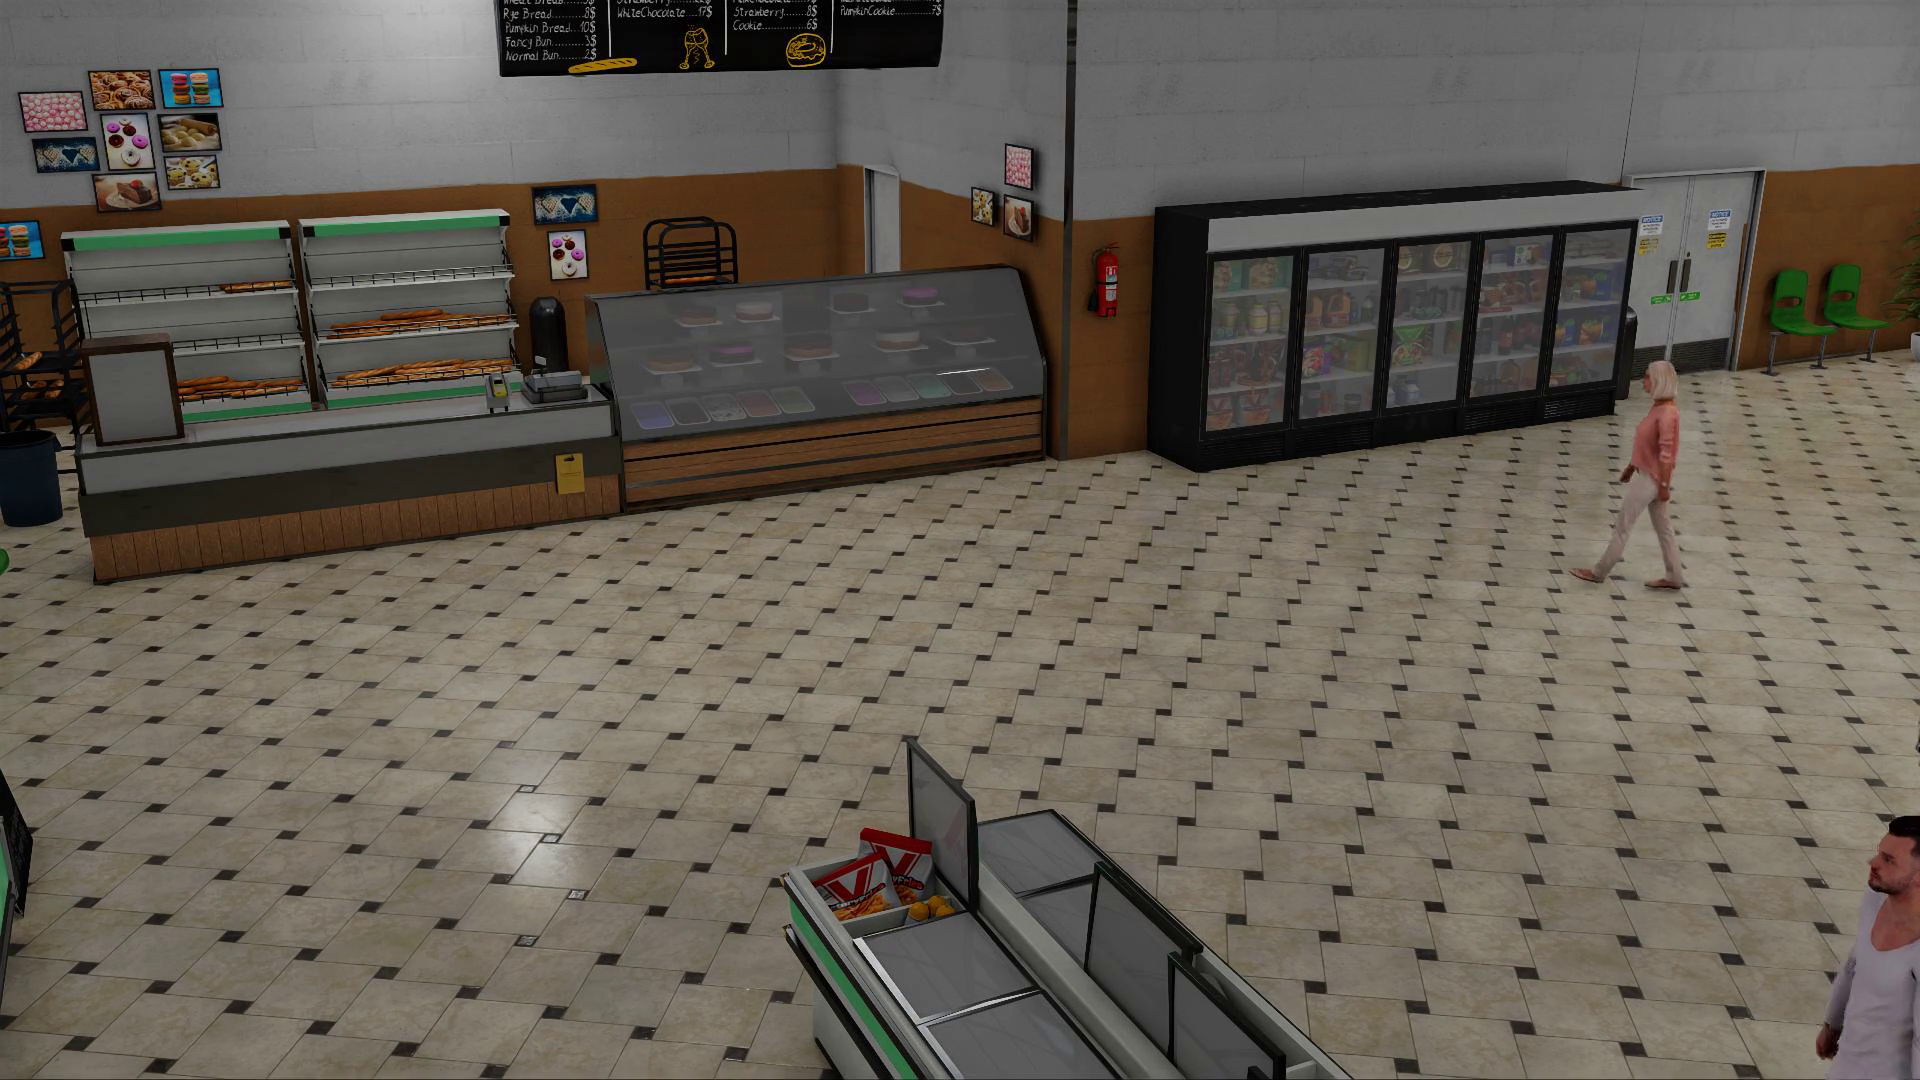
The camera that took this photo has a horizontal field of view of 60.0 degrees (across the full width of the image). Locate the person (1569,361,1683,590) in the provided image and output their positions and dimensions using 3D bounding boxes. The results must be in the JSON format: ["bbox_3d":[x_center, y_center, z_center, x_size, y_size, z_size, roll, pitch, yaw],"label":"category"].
[{"bbox_3d":[5.102,-0.431,12.012,1.064,1.689,1.025,6,20,18],"label":"person"}]
